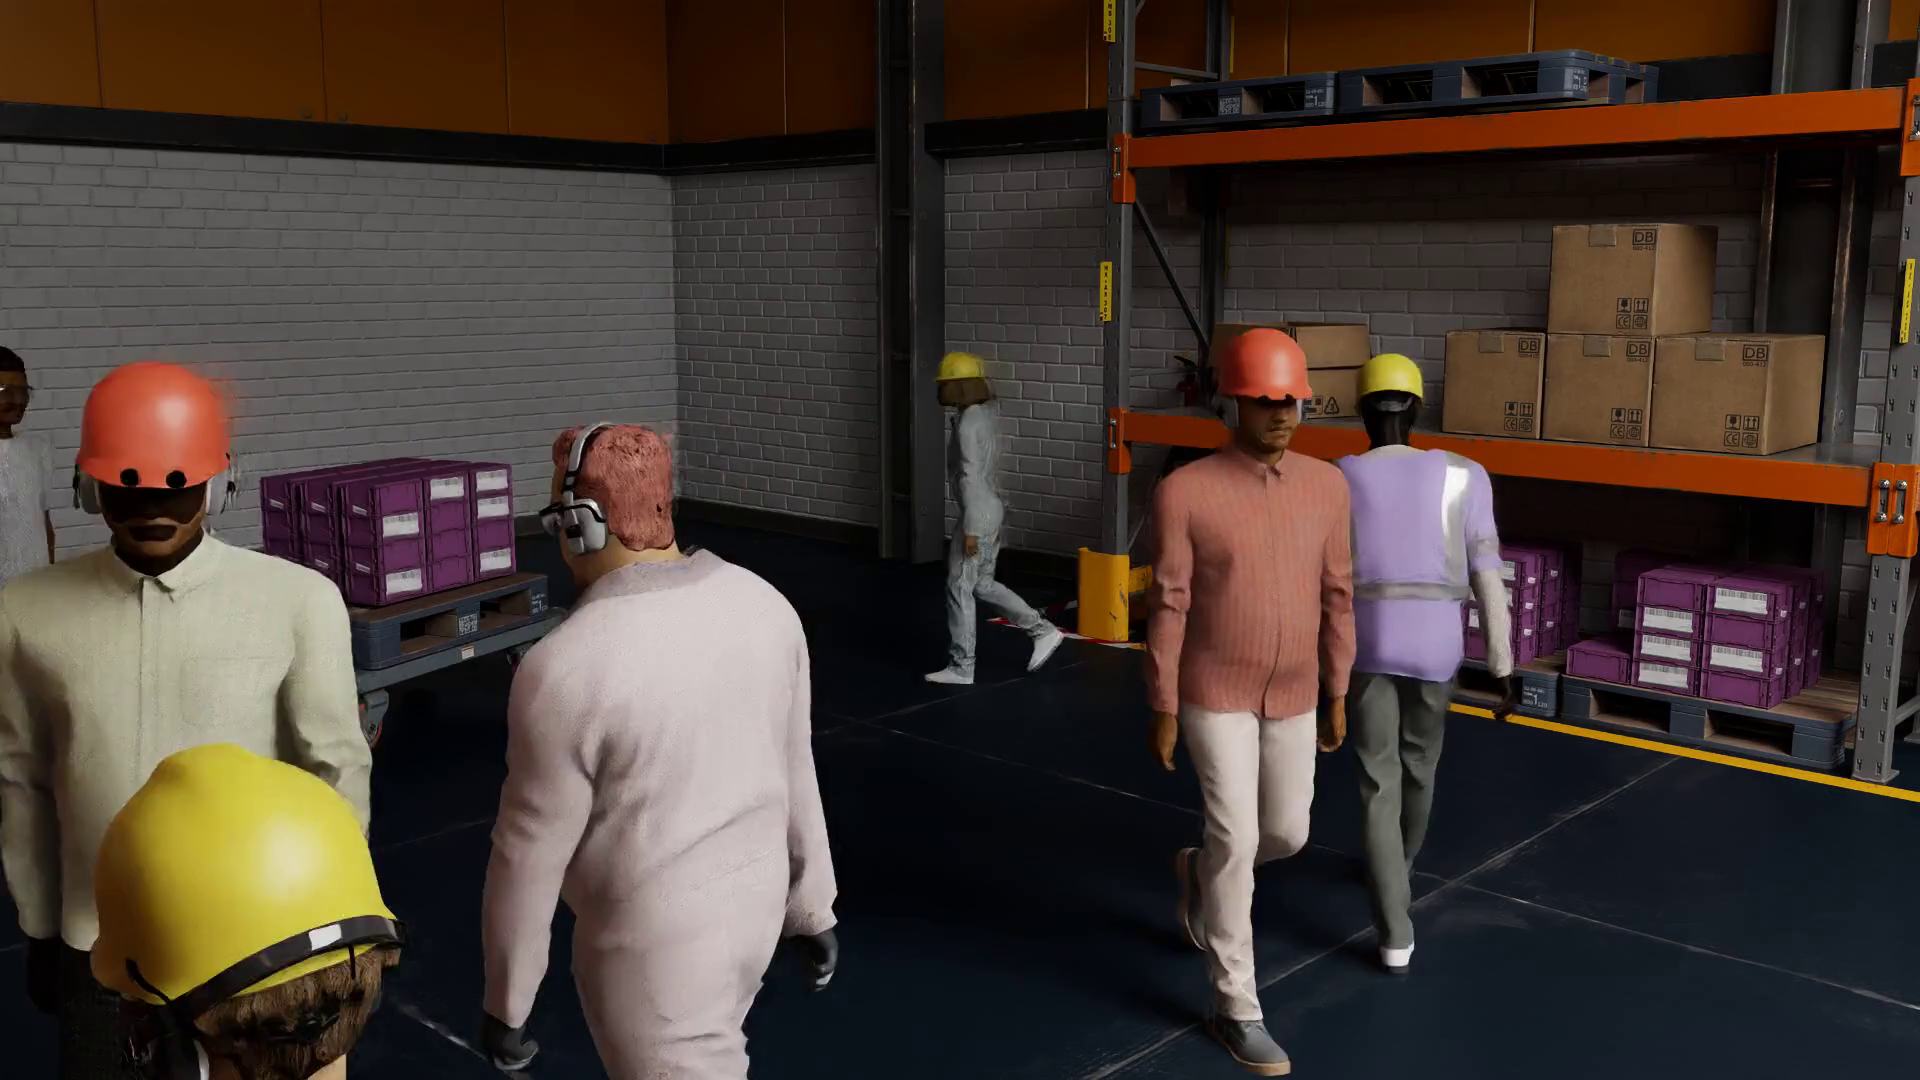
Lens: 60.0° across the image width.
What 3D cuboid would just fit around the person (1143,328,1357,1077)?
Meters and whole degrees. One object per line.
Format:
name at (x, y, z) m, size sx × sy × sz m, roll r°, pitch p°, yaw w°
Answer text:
person at (0.771, 0.393, 4.641) m, size 0.617 × 1.975 × 0.788 m, roll -3°, pitch 10°, yaw -20°

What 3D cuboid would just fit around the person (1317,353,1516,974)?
person at (1.396, 0.346, 5.286) m, size 0.660 × 1.844 × 1.010 m, roll 1°, pitch 9°, yaw 7°

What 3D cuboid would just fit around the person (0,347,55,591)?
person at (-3.545, 0.219, 6.107) m, size 0.776 × 1.842 × 0.513 m, roll 5°, pitch 10°, yaw 28°

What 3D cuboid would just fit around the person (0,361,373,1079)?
person at (-1.361, 0.666, 2.957) m, size 0.644 × 1.960 × 0.651 m, roll -2°, pitch 9°, yaw -12°

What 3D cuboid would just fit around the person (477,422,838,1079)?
person at (-0.589, 0.716, 3.014) m, size 1.002 × 1.848 × 0.652 m, roll 6°, pitch 11°, yaw 31°

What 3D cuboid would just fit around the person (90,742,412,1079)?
person at (-0.528, 1.030, 1.373) m, size 0.534 × 1.757 × 0.411 m, roll -9°, pitch 13°, yaw -43°

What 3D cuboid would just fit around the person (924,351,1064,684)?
person at (0.163, -0.105, 8.451) m, size 0.630 × 1.712 × 0.528 m, roll 2°, pitch 9°, yaw 11°
